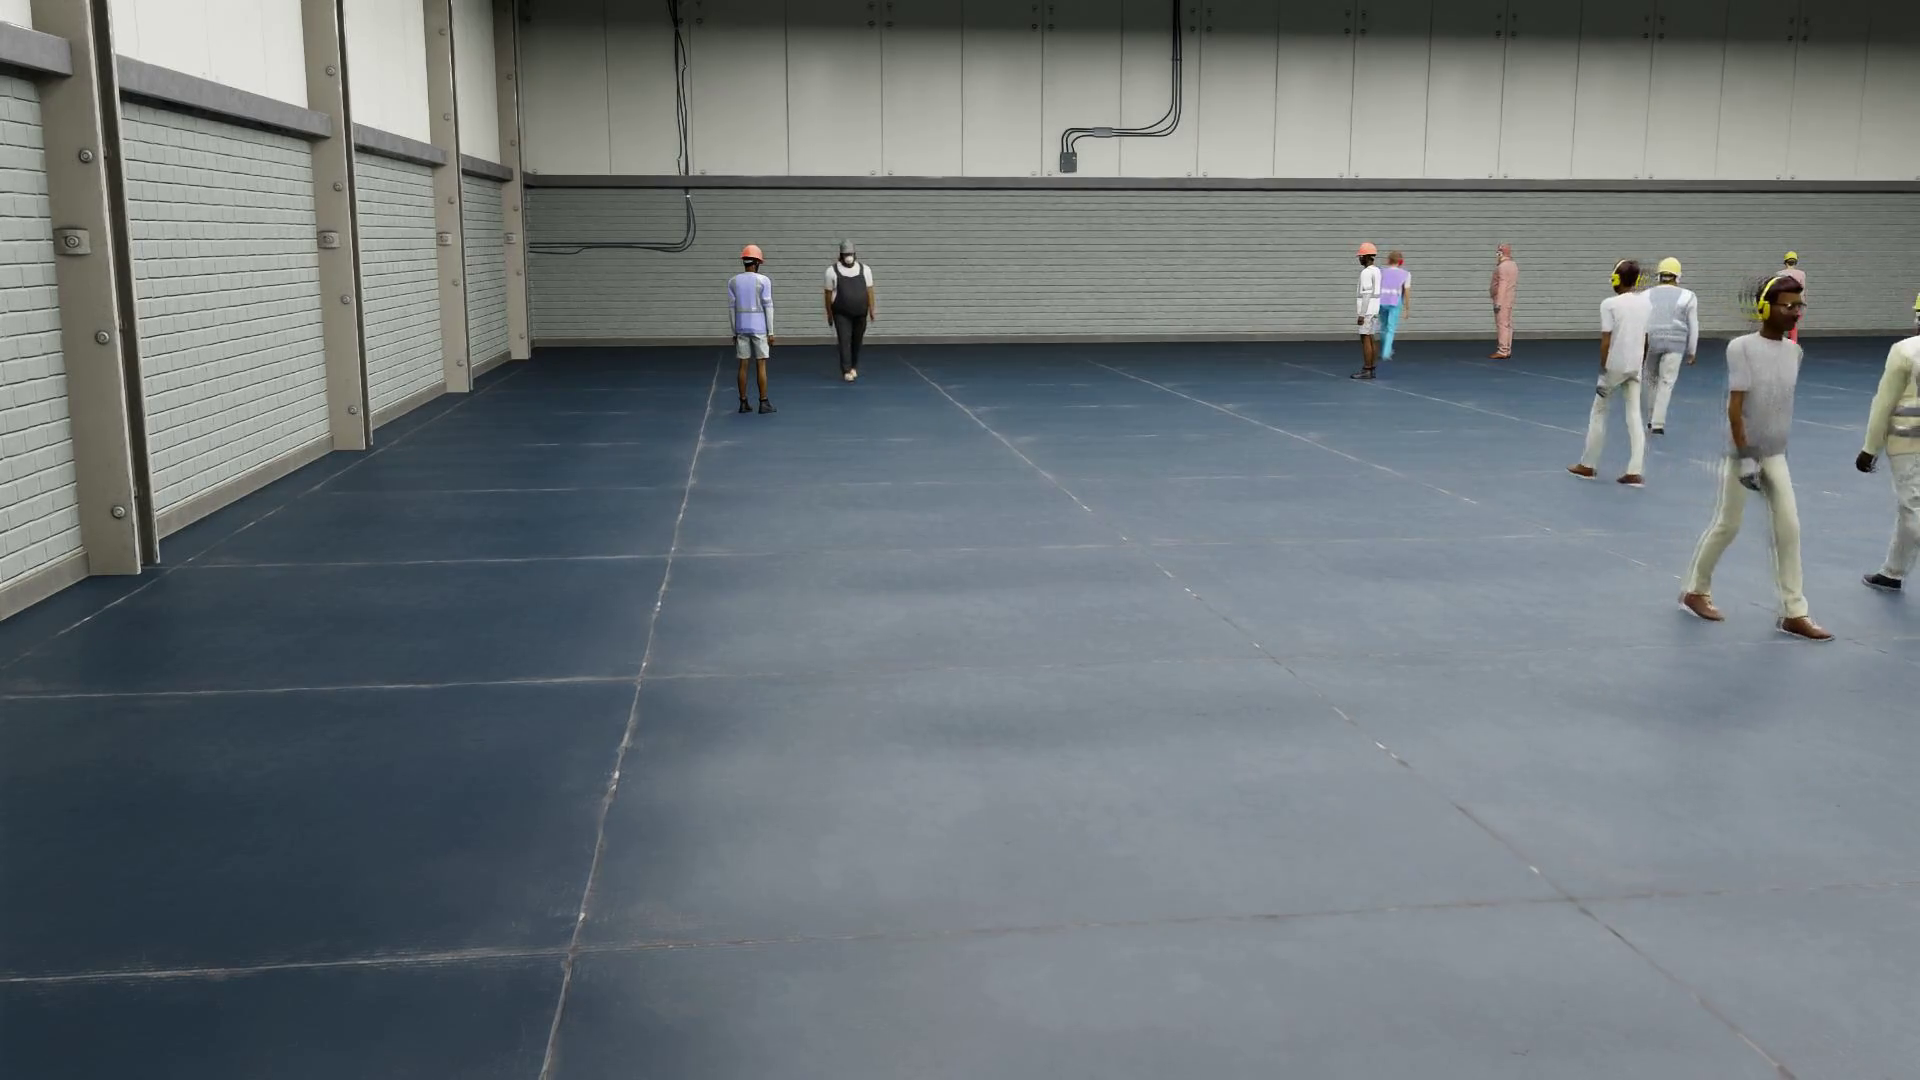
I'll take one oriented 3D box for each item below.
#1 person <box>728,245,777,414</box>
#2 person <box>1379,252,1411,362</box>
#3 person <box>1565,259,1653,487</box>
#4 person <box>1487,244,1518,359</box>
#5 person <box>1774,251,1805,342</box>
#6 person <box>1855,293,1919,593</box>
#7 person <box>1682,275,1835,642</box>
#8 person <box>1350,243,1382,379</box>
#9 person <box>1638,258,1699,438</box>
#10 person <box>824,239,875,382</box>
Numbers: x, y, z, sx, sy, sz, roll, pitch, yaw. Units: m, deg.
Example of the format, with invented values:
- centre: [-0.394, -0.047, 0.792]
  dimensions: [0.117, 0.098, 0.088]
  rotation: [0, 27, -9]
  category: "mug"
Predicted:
- centre: [-2.376, -2.412, 19.105]
  dimensions: [0.542, 1.930, 0.367]
  rotation: [3, 11, 18]
  category: "person"
- centre: [7.021, -3.799, 27.099]
  dimensions: [0.571, 1.800, 0.990]
  rotation: [6, 12, 32]
  category: "person"
- centre: [5.409, -1.386, 13.740]
  dimensions: [0.544, 1.829, 0.889]
  rotation: [-3, 11, -15]
  category: "person"
- centre: [9.036, -3.972, 27.733]
  dimensions: [0.399, 1.903, 0.643]
  rotation: [7, 13, 34]
  category: "person"
- centre: [14.368, -4.117, 28.896]
  dimensions: [0.533, 1.768, 0.310]
  rotation: [1, 10, 6]
  category: "person"
- centre: [5.327, -0.524, 9.129]
  dimensions: [0.587, 1.803, 0.892]
  rotation: [-2, 11, -12]
  category: "person"
- centre: [4.123, -0.435, 8.551]
  dimensions: [0.520, 1.832, 0.846]
  rotation: [-3, 11, -17]
  category: "person"
- centre: [5.786, -3.259, 23.725]
  dimensions: [0.364, 1.934, 0.553]
  rotation: [6, 12, 30]
  category: "person"
- centre: [7.213, -1.959, 16.960]
  dimensions: [0.590, 1.799, 0.807]
  rotation: [8, 13, 38]
  category: "person"
- centre: [-1.575, -3.292, 23.617]
  dimensions: [0.681, 2.000, 0.989]
  rotation: [-3, 11, -18]
  category: "person"
